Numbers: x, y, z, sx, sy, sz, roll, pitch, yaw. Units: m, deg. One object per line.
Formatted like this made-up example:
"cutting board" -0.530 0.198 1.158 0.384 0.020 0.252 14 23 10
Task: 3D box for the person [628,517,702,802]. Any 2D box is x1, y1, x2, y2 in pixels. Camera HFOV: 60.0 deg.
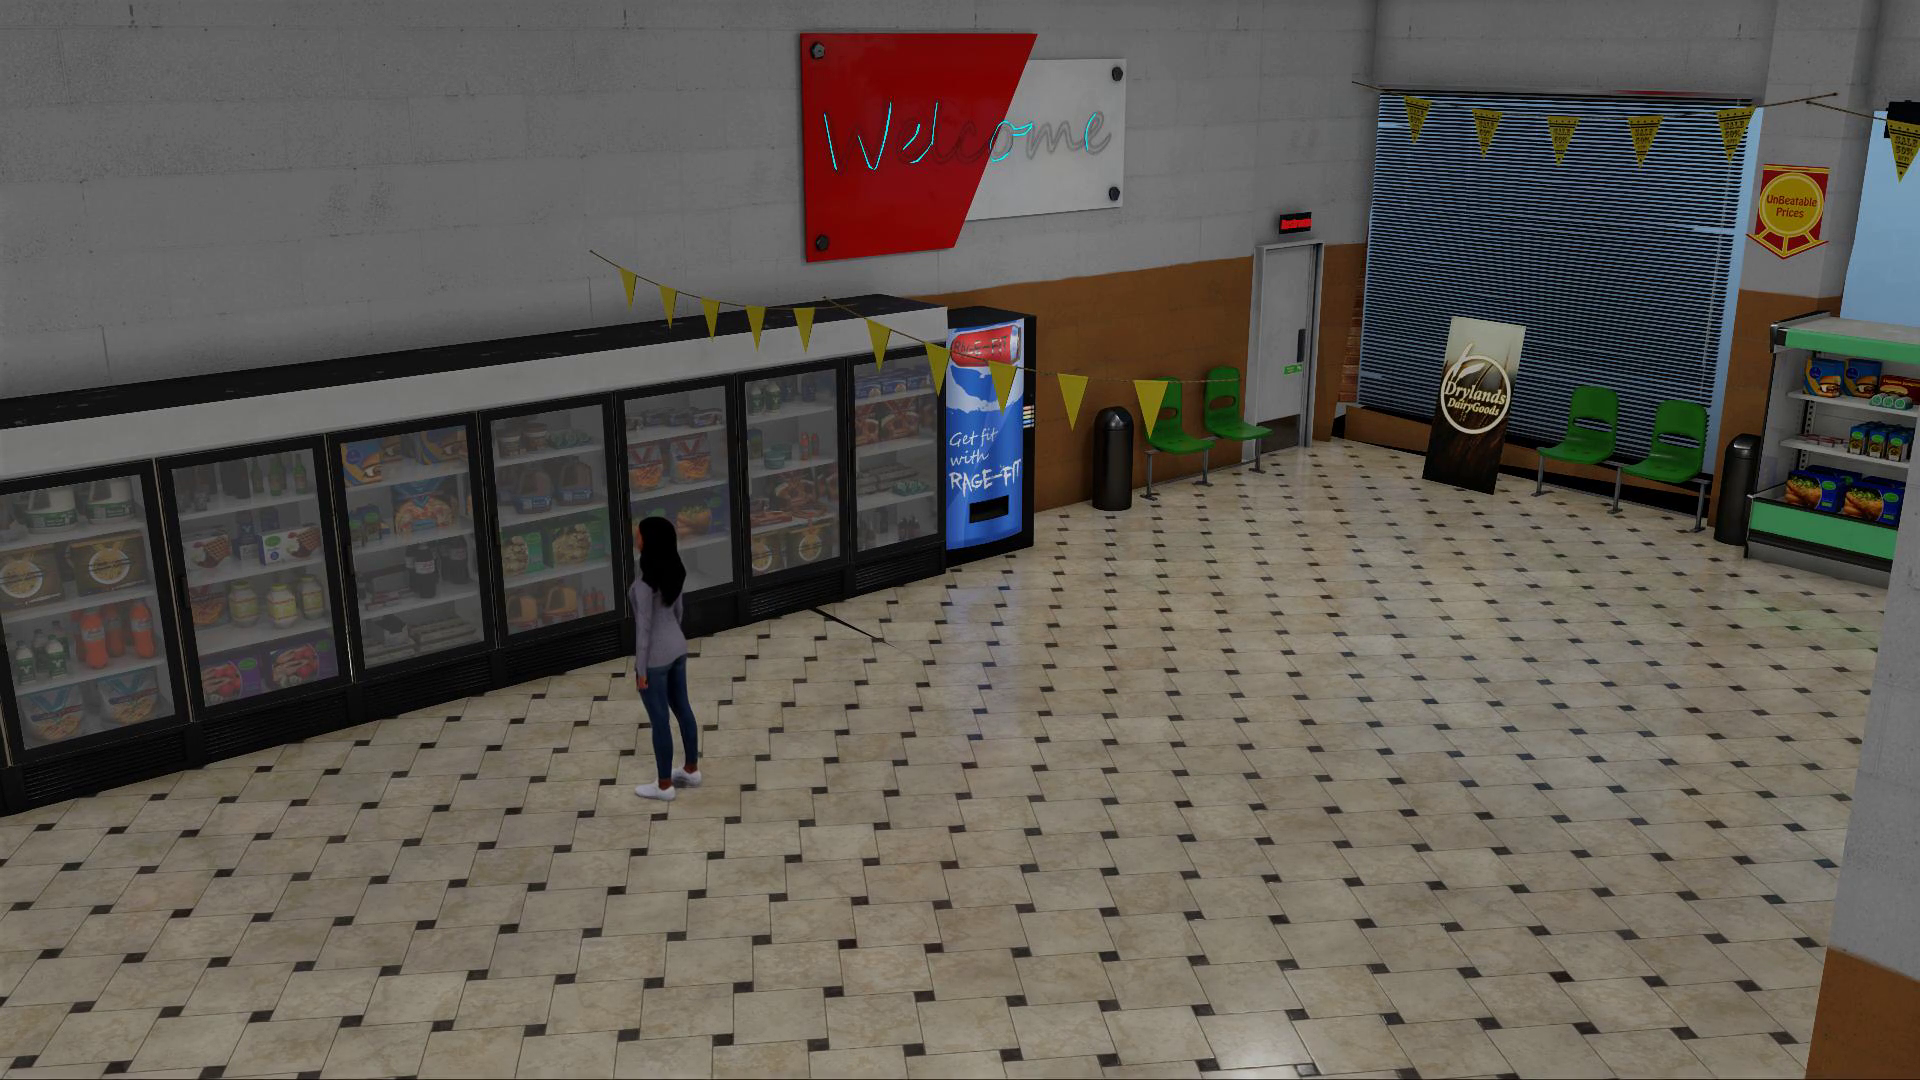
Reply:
"person" -1.758 0.701 9.920 0.665 1.733 0.676 8 19 24
